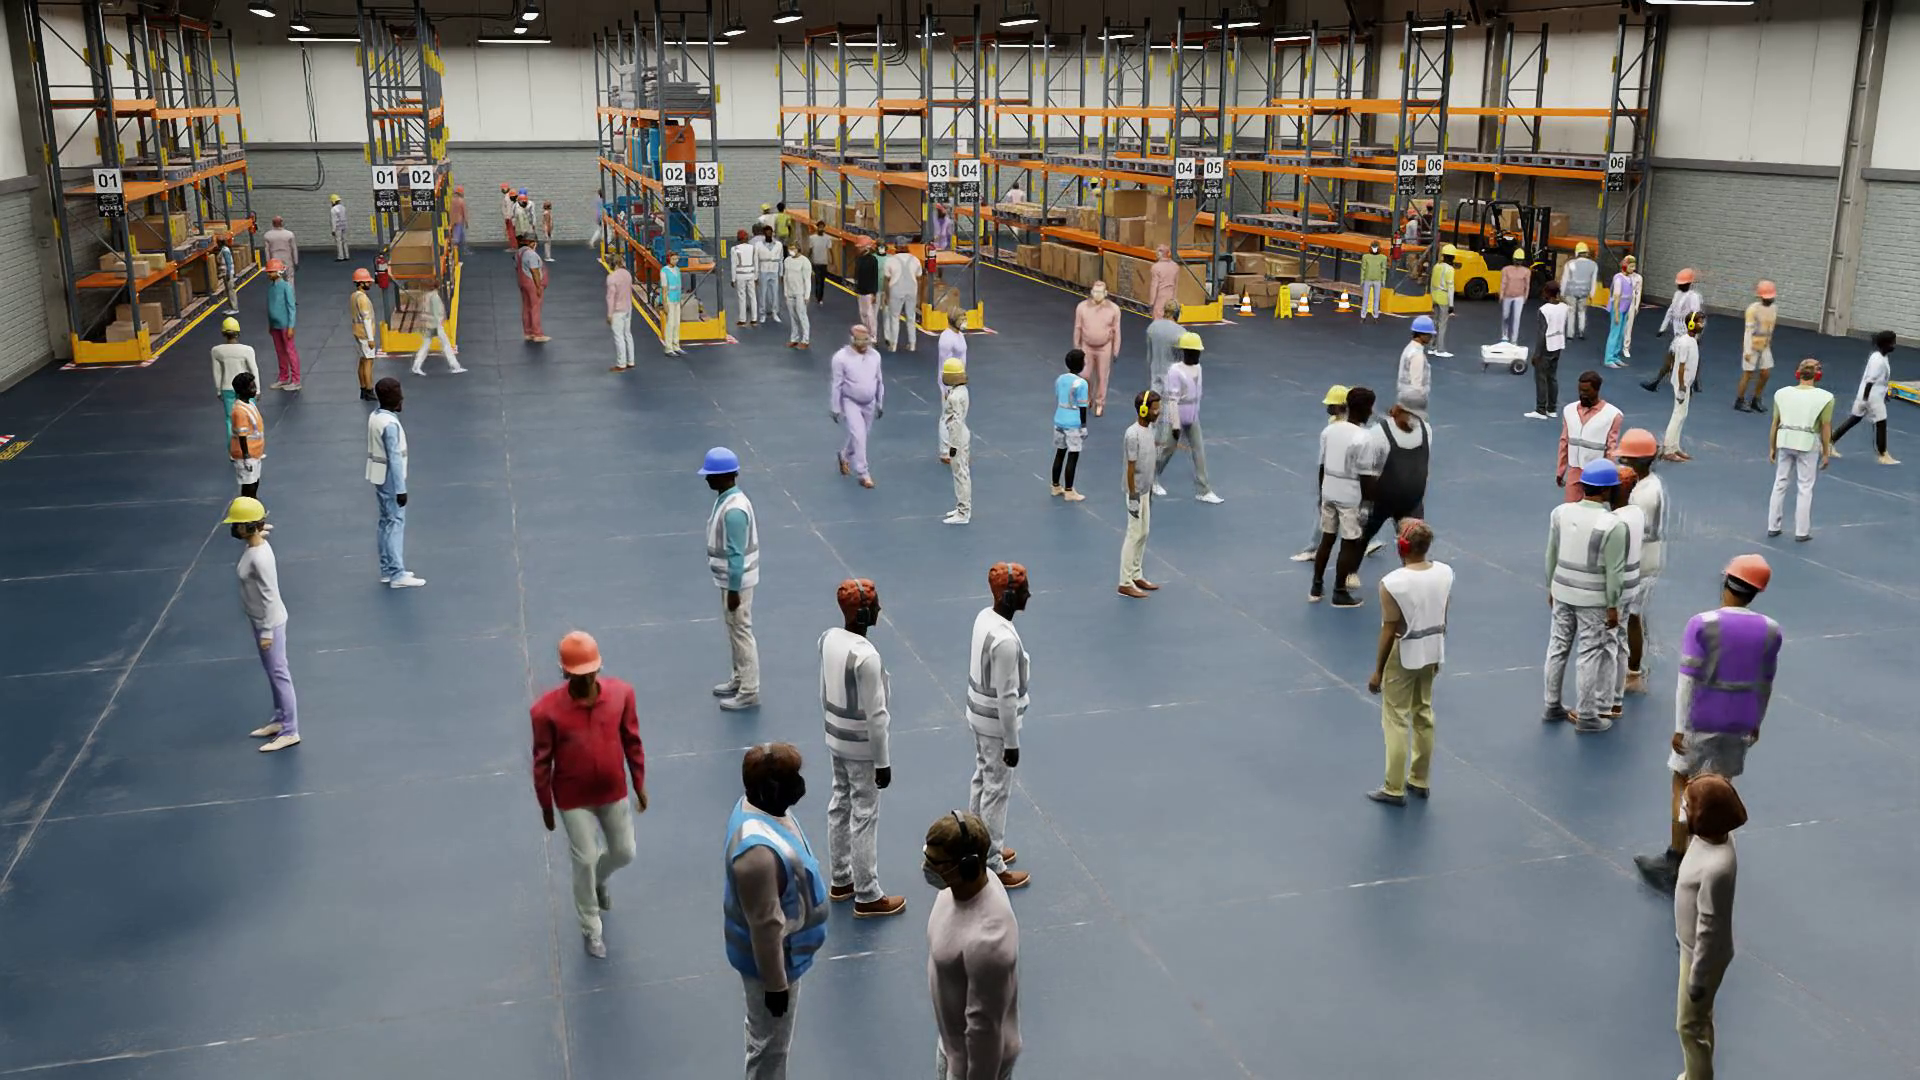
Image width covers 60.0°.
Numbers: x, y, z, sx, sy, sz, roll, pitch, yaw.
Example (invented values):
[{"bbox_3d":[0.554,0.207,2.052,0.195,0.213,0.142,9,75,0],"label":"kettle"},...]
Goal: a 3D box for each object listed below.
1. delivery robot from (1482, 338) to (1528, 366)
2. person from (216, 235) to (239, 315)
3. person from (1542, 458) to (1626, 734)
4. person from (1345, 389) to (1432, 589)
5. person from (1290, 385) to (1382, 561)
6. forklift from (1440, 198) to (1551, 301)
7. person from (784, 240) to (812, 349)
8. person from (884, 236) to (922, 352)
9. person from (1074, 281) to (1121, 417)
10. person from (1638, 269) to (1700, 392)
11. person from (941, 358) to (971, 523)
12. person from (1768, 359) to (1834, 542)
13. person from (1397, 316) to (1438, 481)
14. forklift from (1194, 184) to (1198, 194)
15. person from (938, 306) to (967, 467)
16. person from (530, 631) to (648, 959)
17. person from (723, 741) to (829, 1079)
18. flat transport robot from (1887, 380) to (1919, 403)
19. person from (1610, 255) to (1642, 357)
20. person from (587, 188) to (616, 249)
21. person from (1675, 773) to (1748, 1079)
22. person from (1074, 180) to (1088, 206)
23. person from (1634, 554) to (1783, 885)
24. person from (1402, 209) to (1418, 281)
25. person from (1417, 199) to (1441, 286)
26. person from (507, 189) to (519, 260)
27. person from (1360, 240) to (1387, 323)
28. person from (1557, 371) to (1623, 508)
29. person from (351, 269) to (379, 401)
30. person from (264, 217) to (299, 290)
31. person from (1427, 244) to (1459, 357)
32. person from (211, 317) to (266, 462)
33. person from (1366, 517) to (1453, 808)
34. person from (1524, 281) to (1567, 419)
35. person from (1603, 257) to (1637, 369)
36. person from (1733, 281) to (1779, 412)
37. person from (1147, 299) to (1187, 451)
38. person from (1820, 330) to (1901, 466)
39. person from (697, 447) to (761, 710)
[{"bbox_3d":[8.846,-3.032,27.013,0.707,0.478,0.477,4,15,16],"label":"delivery robot"},{"bbox_3d":[-15.121,-5.474,34.302,0.314,1.640,0.516,-9,17,-31],"label":"person"},{"bbox_3d":[4.377,0.384,11.670,0.406,1.948,0.605,-9,17,-29],"label":"person"},{"bbox_3d":[3.844,-0.473,14.718,0.695,2.000,1.182,-5,16,-17],"label":"person"},{"bbox_3d":[3.680,-0.638,15.958,0.902,1.728,0.529,0,15,-1],"label":"person"},{"bbox_3d":[11.913,-6.508,37.130,2.313,2.155,1.214,-4,15,-15],"label":"forklift"},{"bbox_3d":[-2.890,-4.363,29.577,0.628,1.932,0.366,13,20,41],"label":"person"},{"bbox_3d":[-1.028,-4.358,29.337,0.689,2.000,0.543,-6,16,-20],"label":"person"},{"bbox_3d":[1.913,-2.666,23.239,0.669,1.894,0.432,3,15,10],"label":"person"},{"bbox_3d":[10.779,-3.138,25.050,1.024,1.868,0.585,0,15,1],"label":"person"},{"bbox_3d":[-0.045,-1.040,17.425,0.321,1.740,0.491,2,15,8],"label":"person"},{"bbox_3d":[8.418,-0.899,16.718,0.384,1.836,0.564,-14,20,-41],"label":"person"},{"bbox_3d":[5.252,-1.622,19.253,0.439,1.936,0.633,4,15,13],"label":"person"},{"bbox_3d":[7.392,-11.333,53.972,1.873,2.768,1.129,-4,15,-15],"label":"forklift"},{"bbox_3d":[-0.084,-1.867,20.159,0.355,1.936,0.635,3,15,13],"label":"person"},{"bbox_3d":[-1.938,1.283,8.689,0.583,1.735,0.512,-9,17,-30],"label":"person"},{"bbox_3d":[-0.754,1.709,6.886,0.430,1.845,0.619,-2,15,-6],"label":"person"},{"bbox_3d":[14.194,-2.141,24.385,0.652,0.197,1.431,0,15,0],"label":"flat transport robot"},{"bbox_3d":[11.445,-4.023,28.644,0.486,1.744,0.301,5,16,18],"label":"person"},{"bbox_3d":[-10.548,-9.432,48.870,0.837,1.818,0.632,-2,15,-7],"label":"person"},{"bbox_3d":[3.152,1.763,7.106,0.277,1.628,0.506,6,16,22],"label":"person"},{"bbox_3d":[3.693,-9.980,50.697,0.425,1.939,0.616,-2,15,-7],"label":"person"},{"bbox_3d":[4.272,1.015,9.413,0.652,1.887,0.500,-1,15,-2],"label":"person"},{"bbox_3d":[11.043,-7.231,40.759,0.532,1.723,0.562,10,18,34],"label":"person"},{"bbox_3d":[11.147,-7.060,39.501,0.393,2.041,0.613,-12,19,-39],"label":"person"},{"bbox_3d":[-12.245,-8.700,45.898,0.388,1.928,0.549,-7,16,-24],"label":"person"},{"bbox_3d":[8.186,-5.119,32.979,0.497,1.633,0.283,3,15,12],"label":"person"},{"bbox_3d":[5.890,-0.646,15.634,0.407,1.907,0.598,-11,19,-36],"label":"person"},{"bbox_3d":[-8.743,-3.022,24.507,0.362,1.938,0.545,-10,18,-34],"label":"person"},{"bbox_3d":[-14.567,-5.975,35.734,0.653,1.887,0.822,-4,15,-15],"label":"person"},{"bbox_3d":[8.347,-4.127,28.689,0.385,1.922,0.594,-4,15,-15],"label":"person"},{"bbox_3d":[-8.846,-1.839,20.377,0.533,1.771,0.301,-1,15,-5],"label":"person"},{"bbox_3d":[2.819,0.779,10.419,0.593,1.849,0.379,-9,17,-31],"label":"person"},{"bbox_3d":[8.182,-2.629,23.113,0.659,1.915,0.389,-12,19,-38],"label":"person"},{"bbox_3d":[10.879,-3.748,27.448,0.392,1.833,0.562,12,19,38],"label":"person"},{"bbox_3d":[11.231,-2.719,23.448,0.558,1.888,0.620,-5,16,-17],"label":"person"},{"bbox_3d":[2.603,-2.067,20.938,0.367,1.928,0.638,-13,20,-41],"label":"person"},{"bbox_3d":[11.067,-1.758,20.307,0.886,1.652,0.530,7,17,26],"label":"person"},{"bbox_3d":[-1.674,0.271,12.127,0.420,1.938,0.605,-4,15,-15],"label":"person"}]
